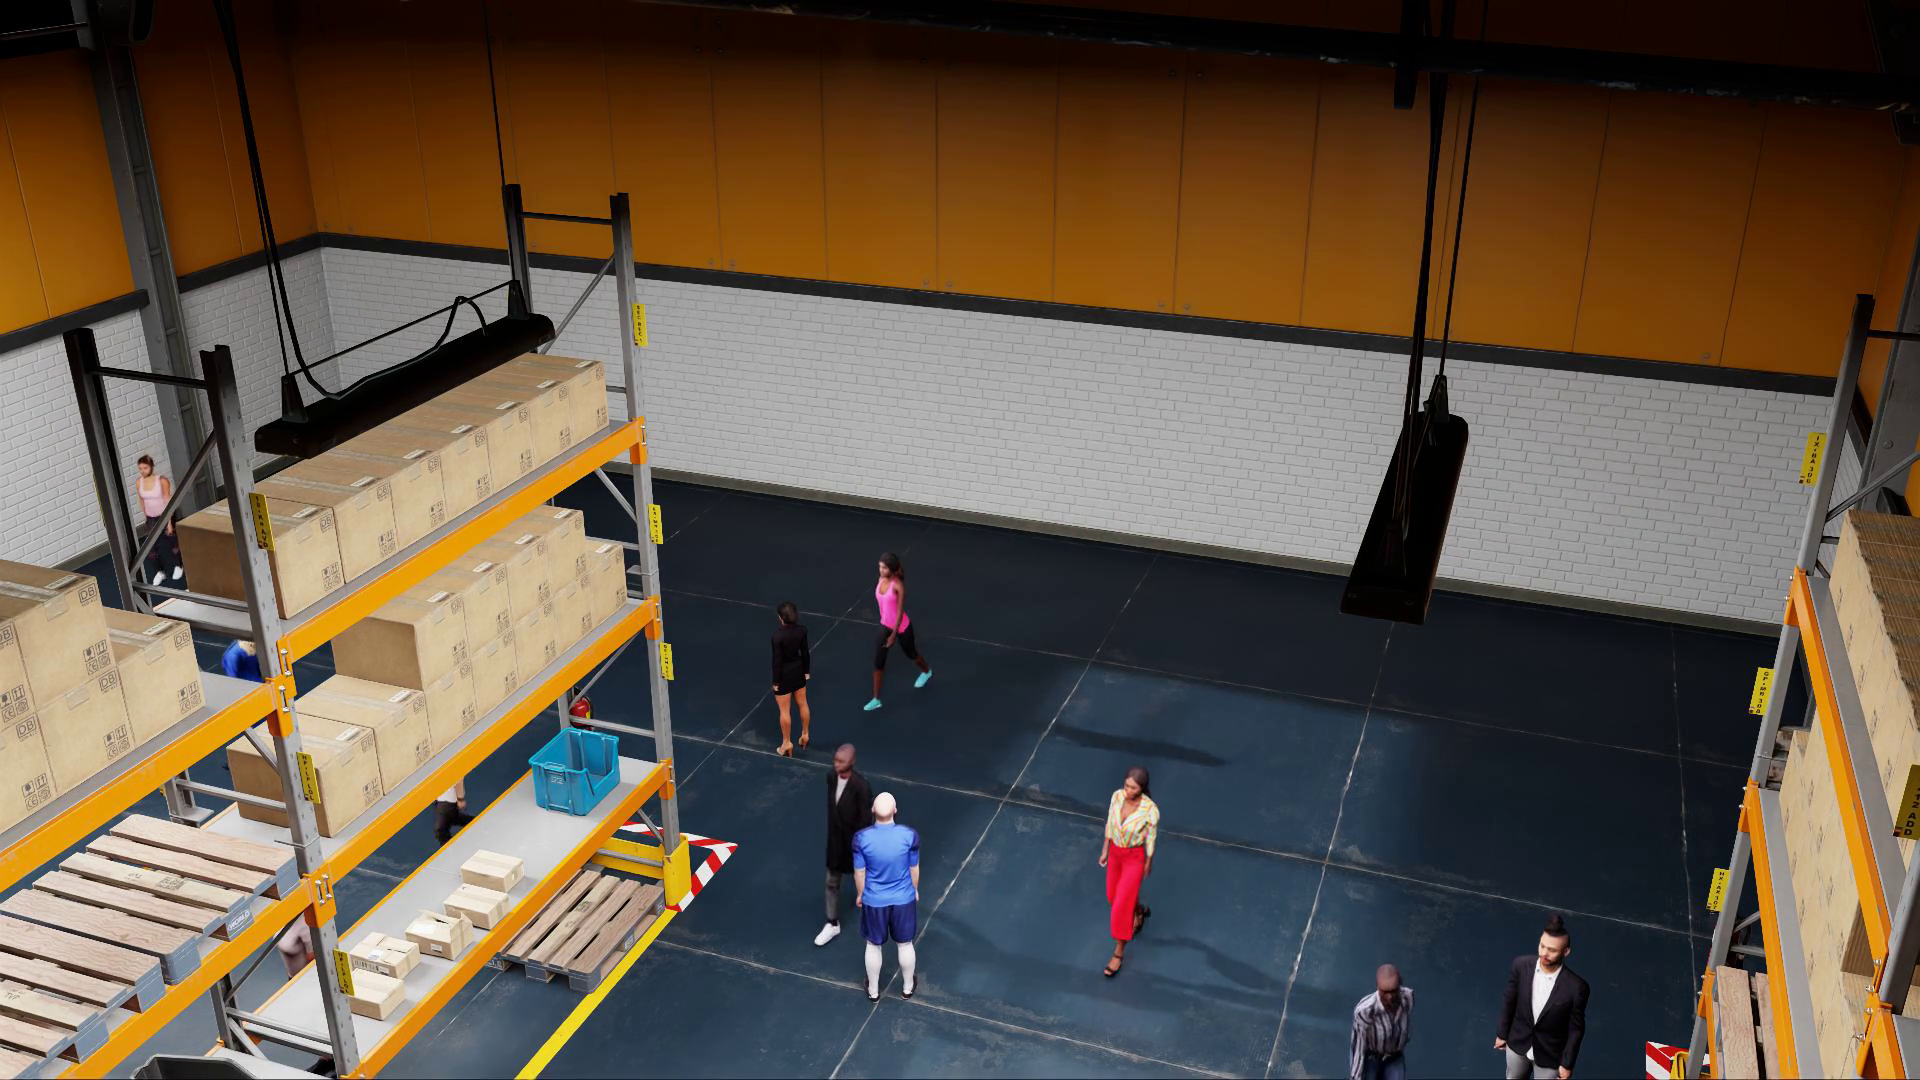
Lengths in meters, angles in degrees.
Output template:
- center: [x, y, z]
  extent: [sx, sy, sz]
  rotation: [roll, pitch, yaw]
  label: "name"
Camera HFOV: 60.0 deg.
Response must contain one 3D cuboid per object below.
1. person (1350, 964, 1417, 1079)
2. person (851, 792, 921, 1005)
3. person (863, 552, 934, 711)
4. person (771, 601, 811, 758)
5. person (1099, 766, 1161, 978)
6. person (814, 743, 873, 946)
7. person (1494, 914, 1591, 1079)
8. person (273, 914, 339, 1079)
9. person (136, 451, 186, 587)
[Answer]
- center: [2.755, 3.471, 11.113]
  extent: [0.835, 1.756, 0.894]
  rotation: [-12, 26, -25]
  label: "person"
- center: [-0.553, 2.725, 12.713]
  extent: [0.755, 1.842, 0.739]
  rotation: [-2, 24, -6]
  label: "person"
- center: [-0.588, 0.895, 17.104]
  extent: [0.809, 1.676, 1.251]
  rotation: [18, 29, 35]
  label: "person"
- center: [-1.648, 1.337, 16.139]
  extent: [0.691, 1.640, 0.759]
  rotation: [-19, 30, -36]
  label: "person"
- center: [1.354, 2.545, 13.220]
  extent: [0.812, 1.765, 1.090]
  rotation: [18, 29, 35]
  label: "person"
- center: [-0.820, 2.415, 13.564]
  extent: [0.874, 1.727, 1.210]
  rotation: [16, 28, 32]
  label: "person"
- center: [3.887, 3.349, 11.150]
  extent: [0.790, 1.949, 0.739]
  rotation: [20, 31, 38]
  label: "person"
- center: [-4.622, 3.151, 11.858]
  extent: [0.658, 1.745, 0.642]
  rotation: [18, 30, 36]
  label: "person"
- center: [-9.526, -0.304, 19.902]
  extent: [0.710, 1.633, 0.815]
  rotation: [-2, 24, -5]
  label: "person"
